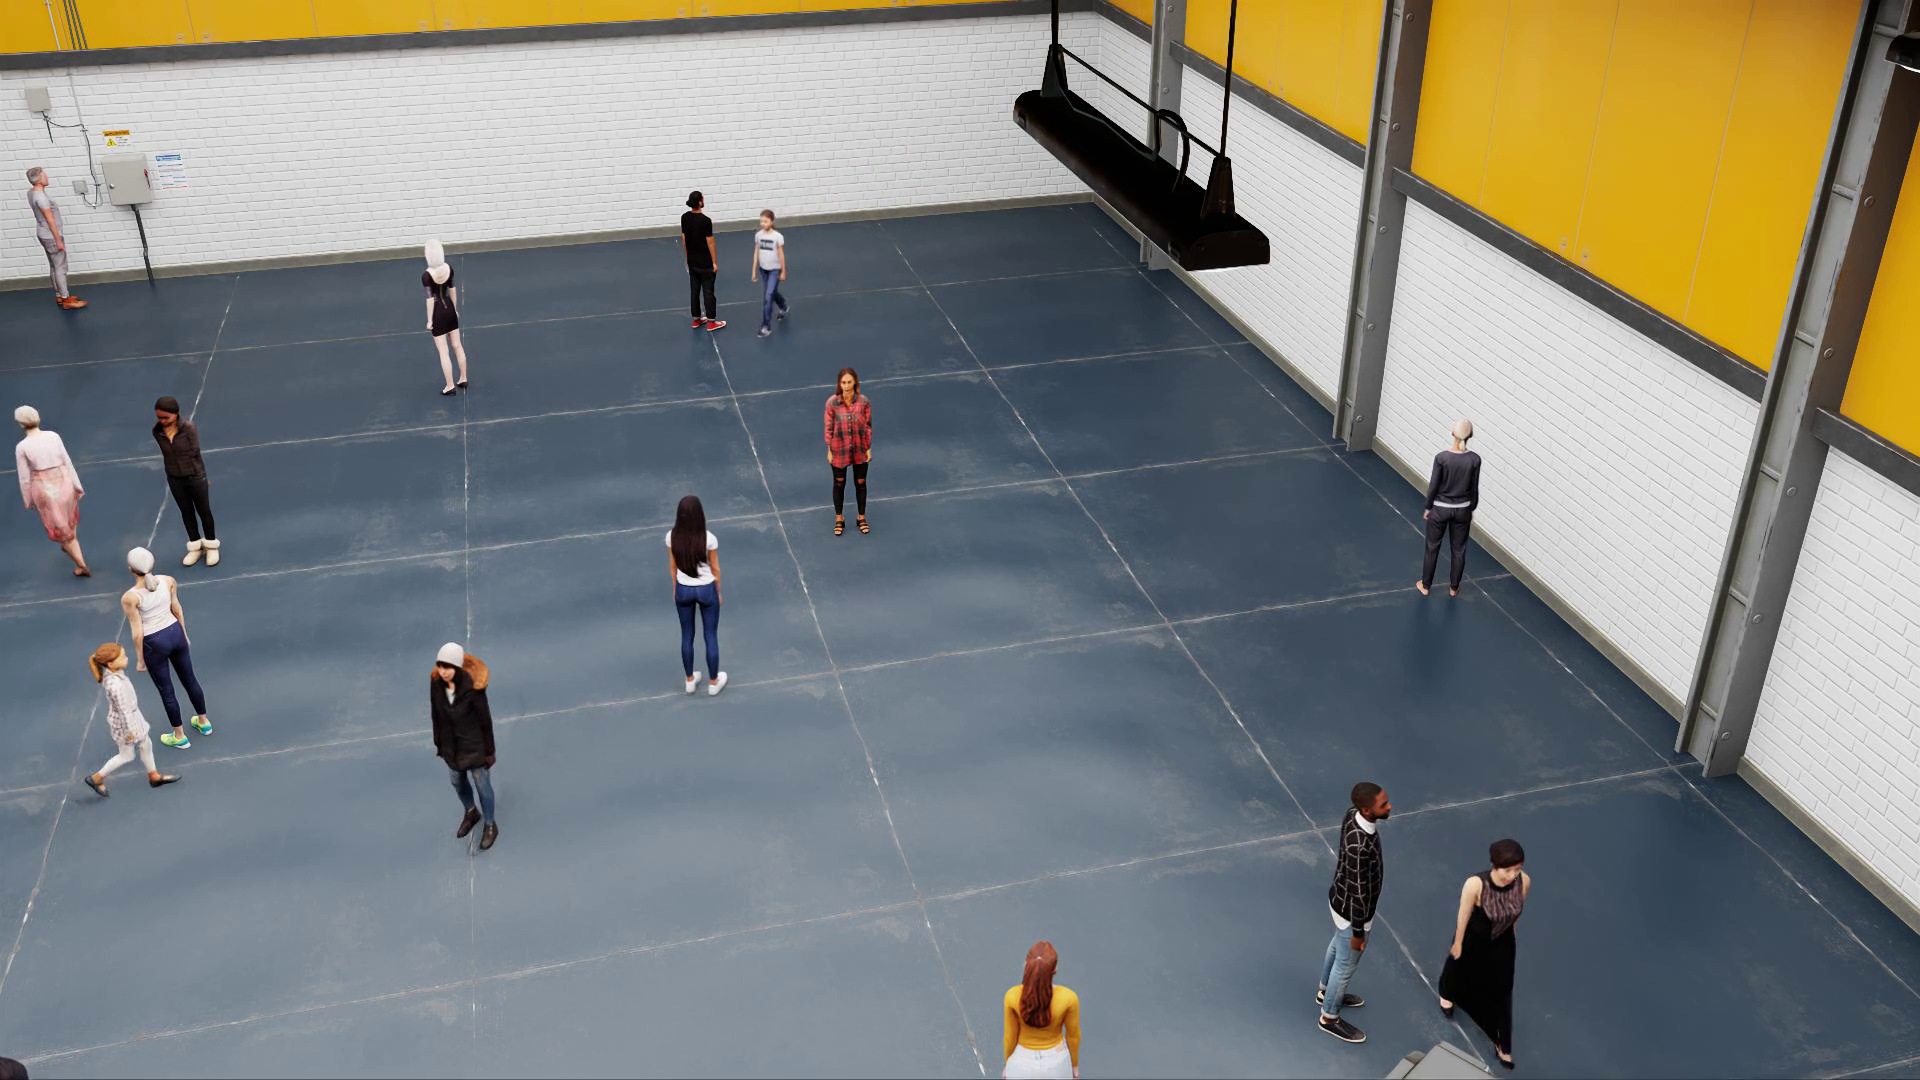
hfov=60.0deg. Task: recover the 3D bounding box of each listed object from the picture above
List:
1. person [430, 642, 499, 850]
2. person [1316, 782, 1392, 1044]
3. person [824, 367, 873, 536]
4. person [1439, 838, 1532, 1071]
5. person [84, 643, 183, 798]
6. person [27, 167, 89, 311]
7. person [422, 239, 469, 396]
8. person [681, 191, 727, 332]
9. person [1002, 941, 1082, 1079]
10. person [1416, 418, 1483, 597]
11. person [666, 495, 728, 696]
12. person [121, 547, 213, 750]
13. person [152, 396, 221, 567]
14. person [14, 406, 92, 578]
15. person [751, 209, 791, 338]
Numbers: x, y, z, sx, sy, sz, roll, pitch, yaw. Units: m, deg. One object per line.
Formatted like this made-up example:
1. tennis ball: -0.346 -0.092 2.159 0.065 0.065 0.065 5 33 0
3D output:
1. person: -3.487 1.424 11.780 0.736 1.641 0.756 6 29 11
2. person: 2.382 2.220 10.132 0.801 1.821 0.661 6 29 10
3. person: -1.058 -0.858 15.896 0.628 1.704 0.575 -4 29 -8
4. person: 3.170 2.379 10.122 0.694 1.551 1.054 -3 29 -6
5. person: -6.238 1.343 12.291 0.639 1.293 0.807 -11 30 -19
6. person: -11.647 -3.878 21.301 0.829 1.829 0.671 -24 37 -36
7. person: -5.845 -2.527 18.825 0.699 1.830 0.650 17 33 28
8. person: -3.215 -3.469 20.626 0.719 1.759 0.778 15 32 26
9. person: 0.435 2.864 9.024 0.637 1.751 0.640 0 29 0
10. person: 4.380 -0.296 14.843 0.678 1.726 0.641 3 29 5
11. person: -2.131 0.449 13.428 0.643 1.774 0.624 4 29 7
12. person: -6.135 0.821 12.821 0.734 1.702 0.679 16 33 27
13. person: -7.180 -0.587 15.446 0.656 1.660 0.606 -7 29 -13
14. person: -8.176 -0.400 15.095 1.006 1.667 0.918 19 34 31
15. person: -2.326 -3.373 20.695 0.996 1.524 1.120 12 31 21
